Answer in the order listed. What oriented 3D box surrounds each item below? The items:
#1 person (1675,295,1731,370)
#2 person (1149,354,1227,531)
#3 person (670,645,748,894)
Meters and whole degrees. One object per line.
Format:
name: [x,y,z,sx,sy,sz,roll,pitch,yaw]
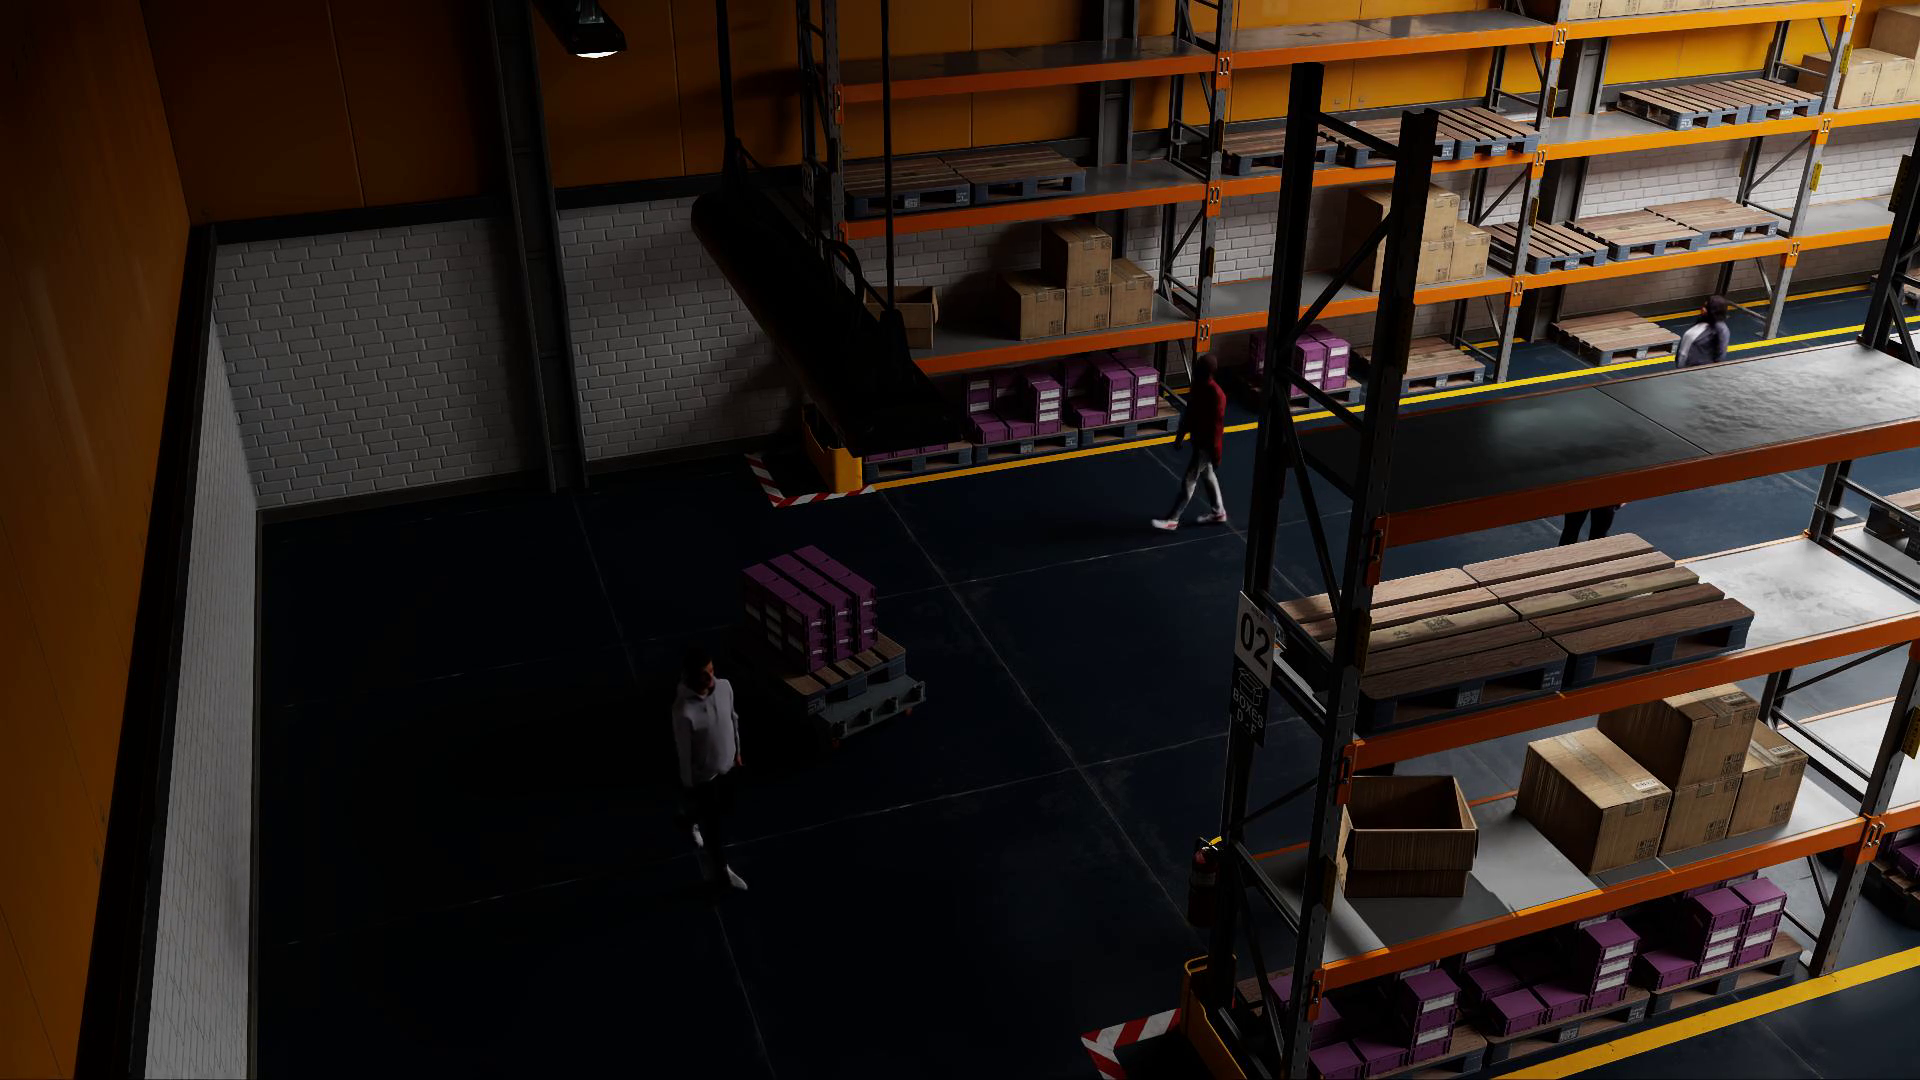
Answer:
person: [7.964,-1.877,17.918,0.696,1.597,0.707,-5,29,-10]
person: [2.430,-0.935,15.992,1.102,1.789,0.775,-6,29,-12]
person: [-1.774,1.514,11.374,1.060,1.910,1.072,20,35,32]
